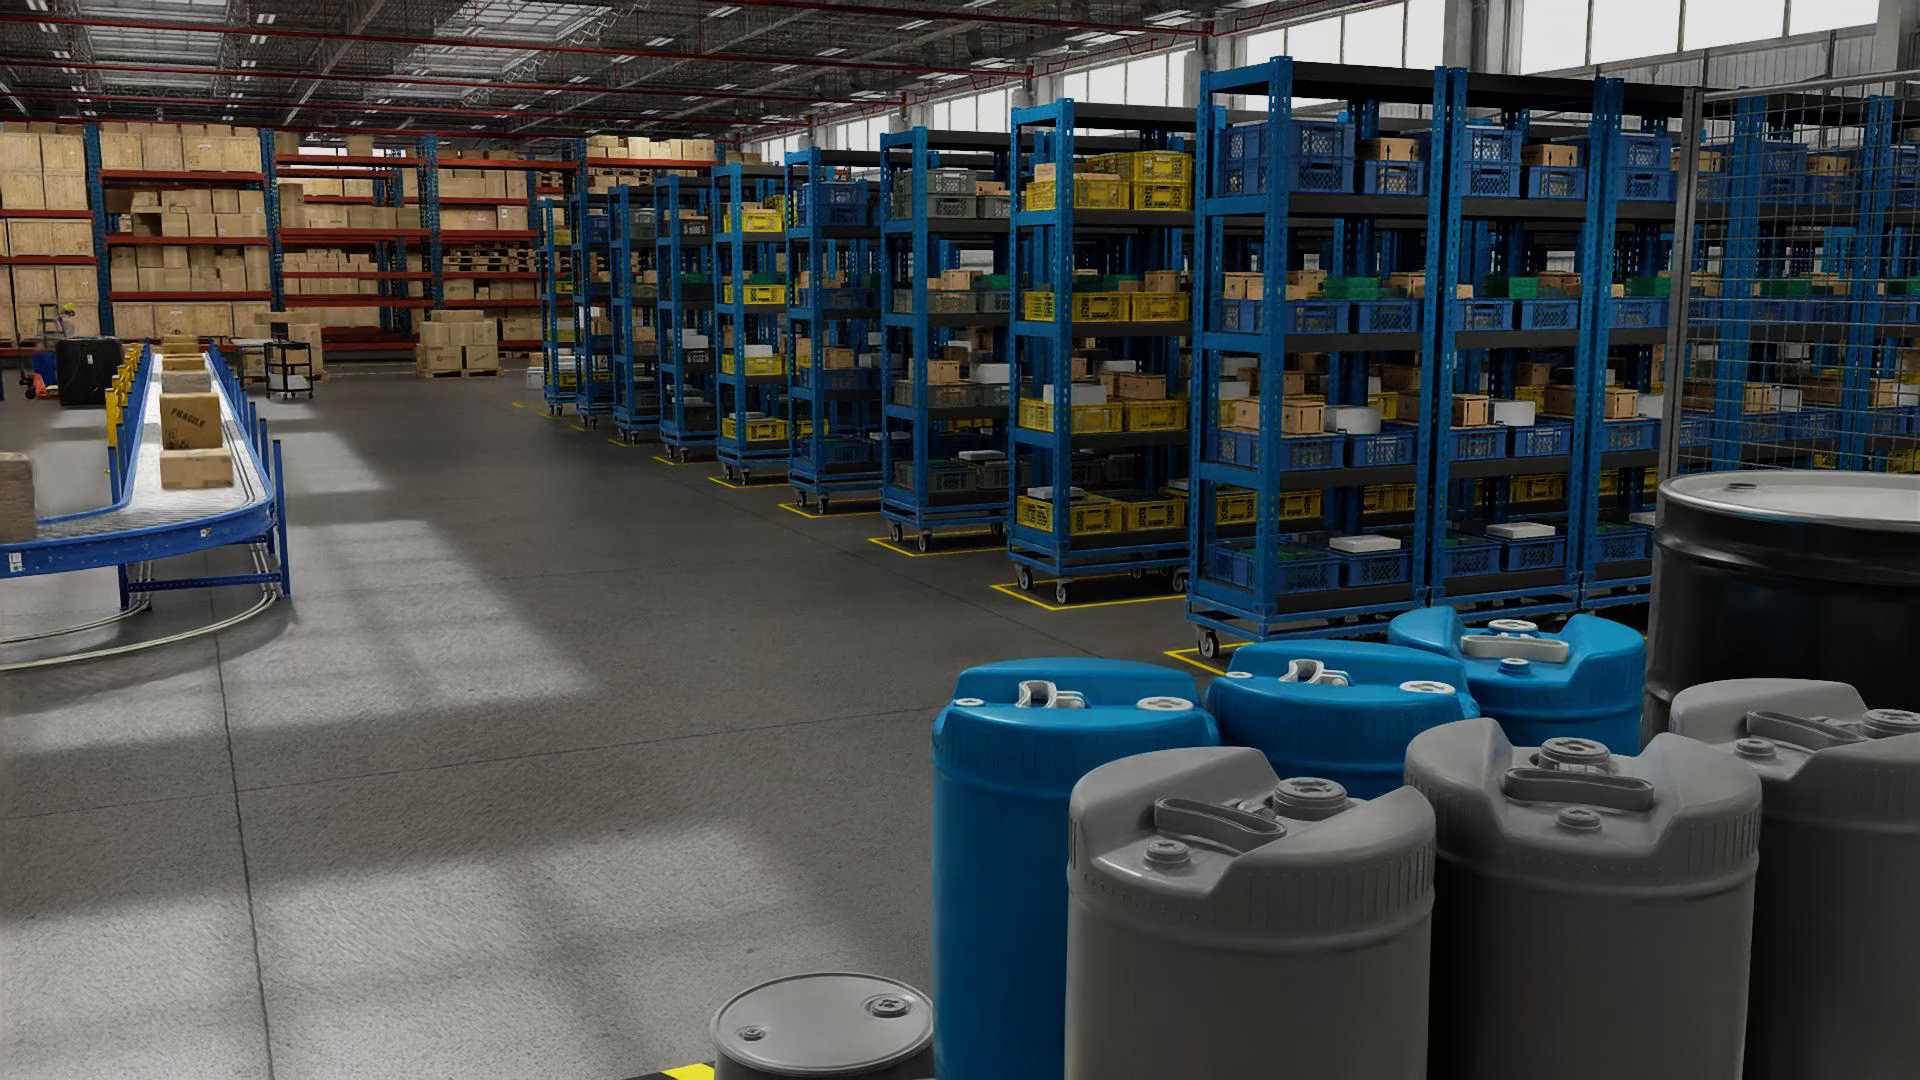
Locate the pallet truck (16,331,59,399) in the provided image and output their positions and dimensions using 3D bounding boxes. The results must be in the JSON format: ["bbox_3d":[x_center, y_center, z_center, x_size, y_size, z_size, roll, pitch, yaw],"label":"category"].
[{"bbox_3d":[-17.082,-3.353,31.781,1.630,1.274,0.653,-4,10,-25],"label":"pallet truck"}]

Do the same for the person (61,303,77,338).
[{"bbox_3d":[-18.972,-4.153,35.358,0.526,1.750,0.458,8,12,40],"label":"person"}]

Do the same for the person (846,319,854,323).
[{"bbox_3d":[-2.823,-5.810,45.126,0.617,1.922,0.895,2,9,13],"label":"person"}]

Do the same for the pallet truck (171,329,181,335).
[{"bbox_3d":[-17.275,-3.851,35.096,1.601,1.201,0.680,0,9,1],"label":"pallet truck"}]

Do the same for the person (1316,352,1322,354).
[{"bbox_3d":[4.540,-2.029,22.097,0.611,1.784,0.874,-4,10,-25],"label":"person"}]
